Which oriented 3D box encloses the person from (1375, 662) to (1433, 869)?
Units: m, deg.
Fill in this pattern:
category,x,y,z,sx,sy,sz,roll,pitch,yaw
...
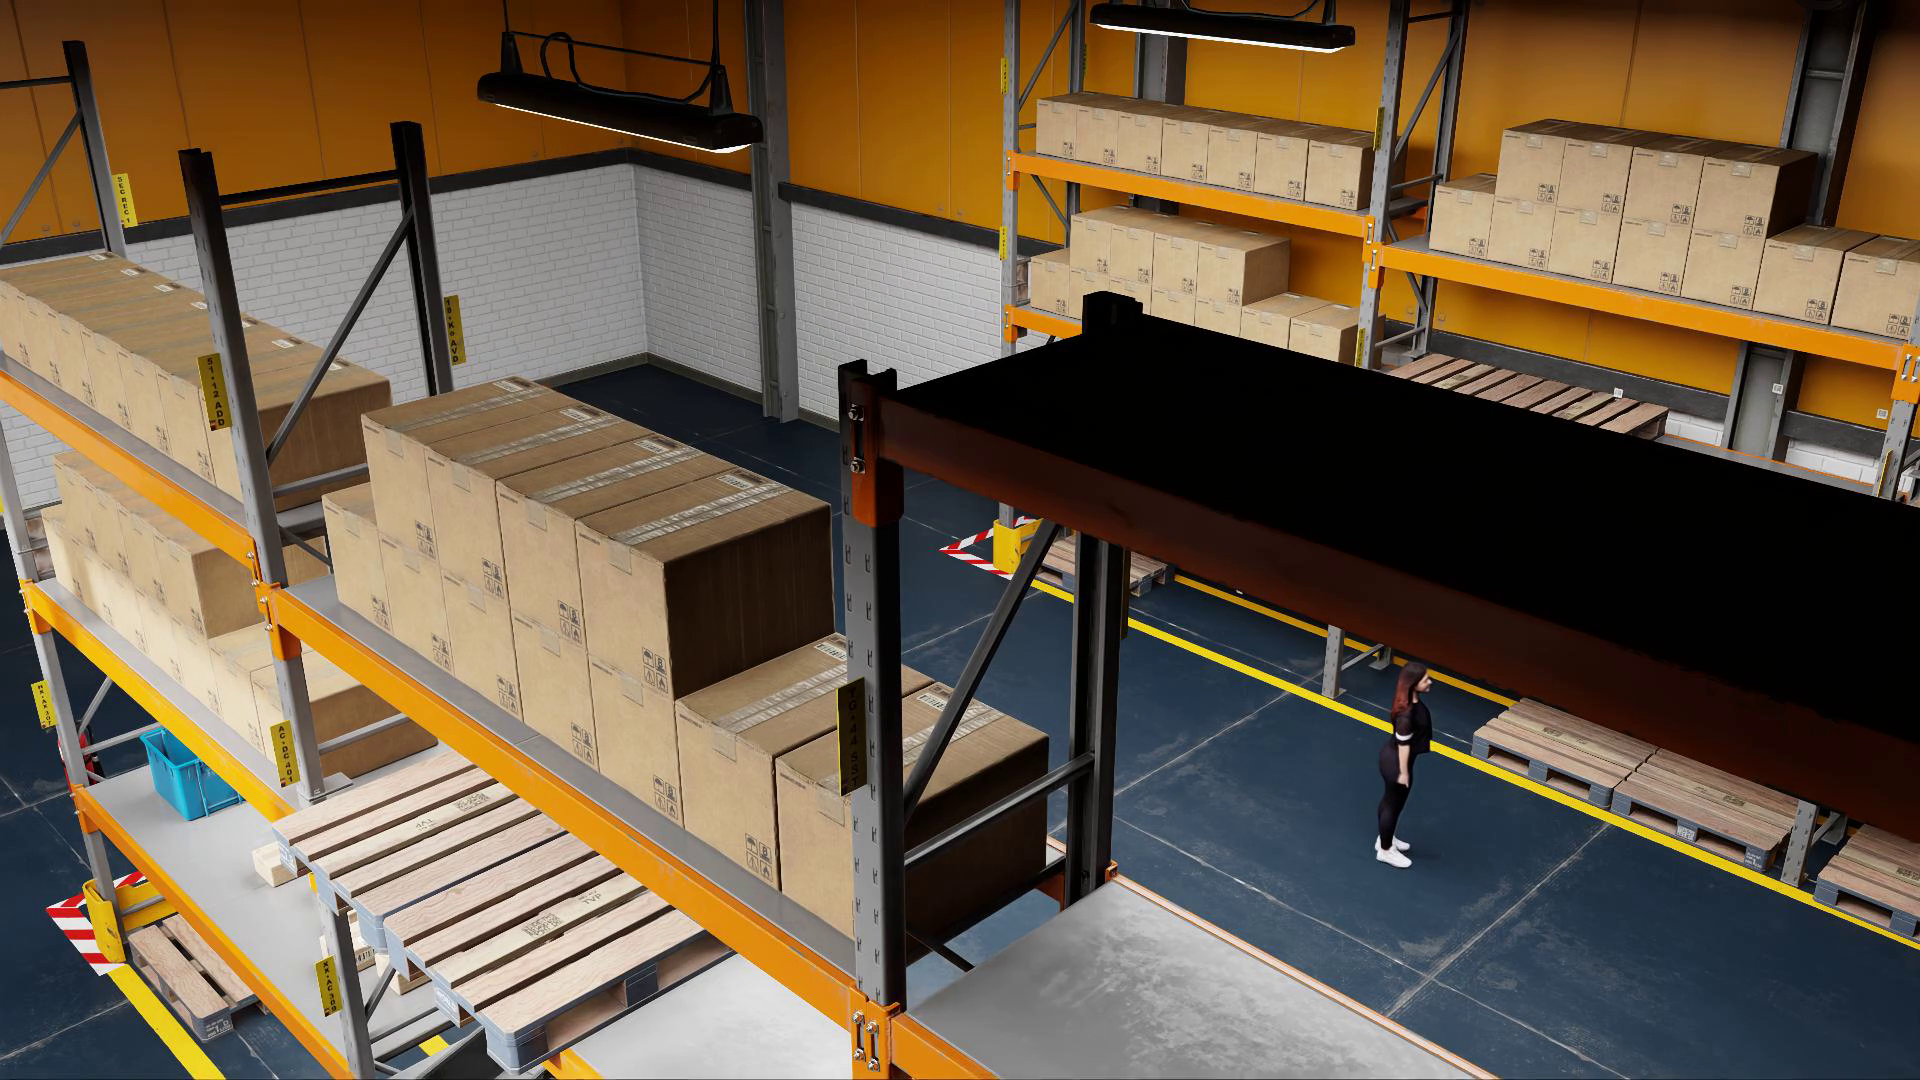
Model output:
category,x,y,z,sx,sy,sz,roll,pitch,yaw
person,3.250,1.628,12.283,0.735,1.638,0.707,6,24,14
